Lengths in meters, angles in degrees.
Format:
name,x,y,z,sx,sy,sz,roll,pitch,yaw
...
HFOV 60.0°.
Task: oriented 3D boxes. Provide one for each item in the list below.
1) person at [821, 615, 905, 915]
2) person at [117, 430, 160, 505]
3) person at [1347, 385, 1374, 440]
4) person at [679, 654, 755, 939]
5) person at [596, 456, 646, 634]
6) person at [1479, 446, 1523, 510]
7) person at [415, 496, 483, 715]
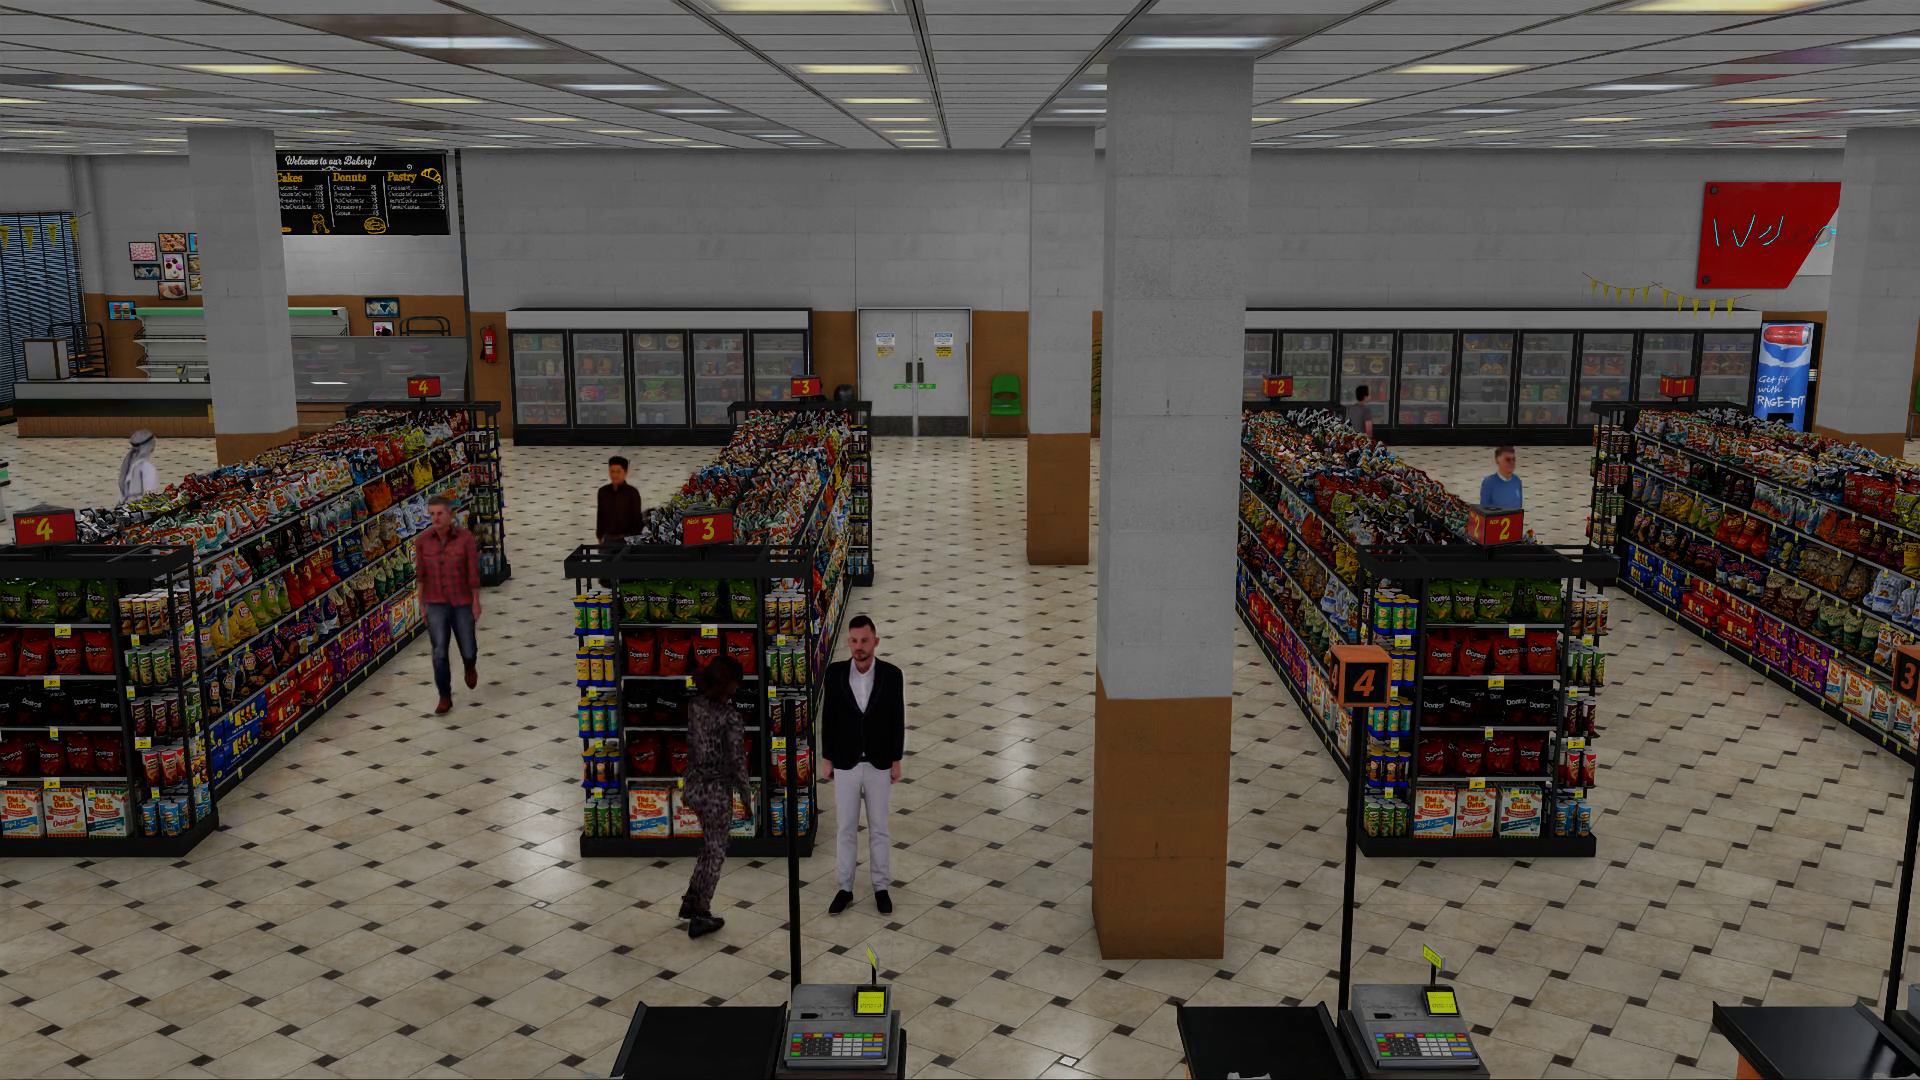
name,x,y,z,sx,sy,sz,roll,pitch,yaw
person,-0.584,1.341,10.051,0.642,1.844,0.538,0,12,1
person,-8.445,-0.137,17.024,1.115,1.863,1.383,7,14,29
person,5.311,-1.202,22.381,0.850,1.740,0.846,-5,13,-22
person,-1.495,1.514,9.594,0.734,1.694,0.790,9,15,38
person,-3.337,0.030,16.458,0.725,1.770,0.645,3,12,12
person,5.439,-0.083,16.905,0.794,1.807,0.835,-5,13,-21
person,-4.291,0.516,14.043,0.769,1.814,0.953,-1,12,-7
